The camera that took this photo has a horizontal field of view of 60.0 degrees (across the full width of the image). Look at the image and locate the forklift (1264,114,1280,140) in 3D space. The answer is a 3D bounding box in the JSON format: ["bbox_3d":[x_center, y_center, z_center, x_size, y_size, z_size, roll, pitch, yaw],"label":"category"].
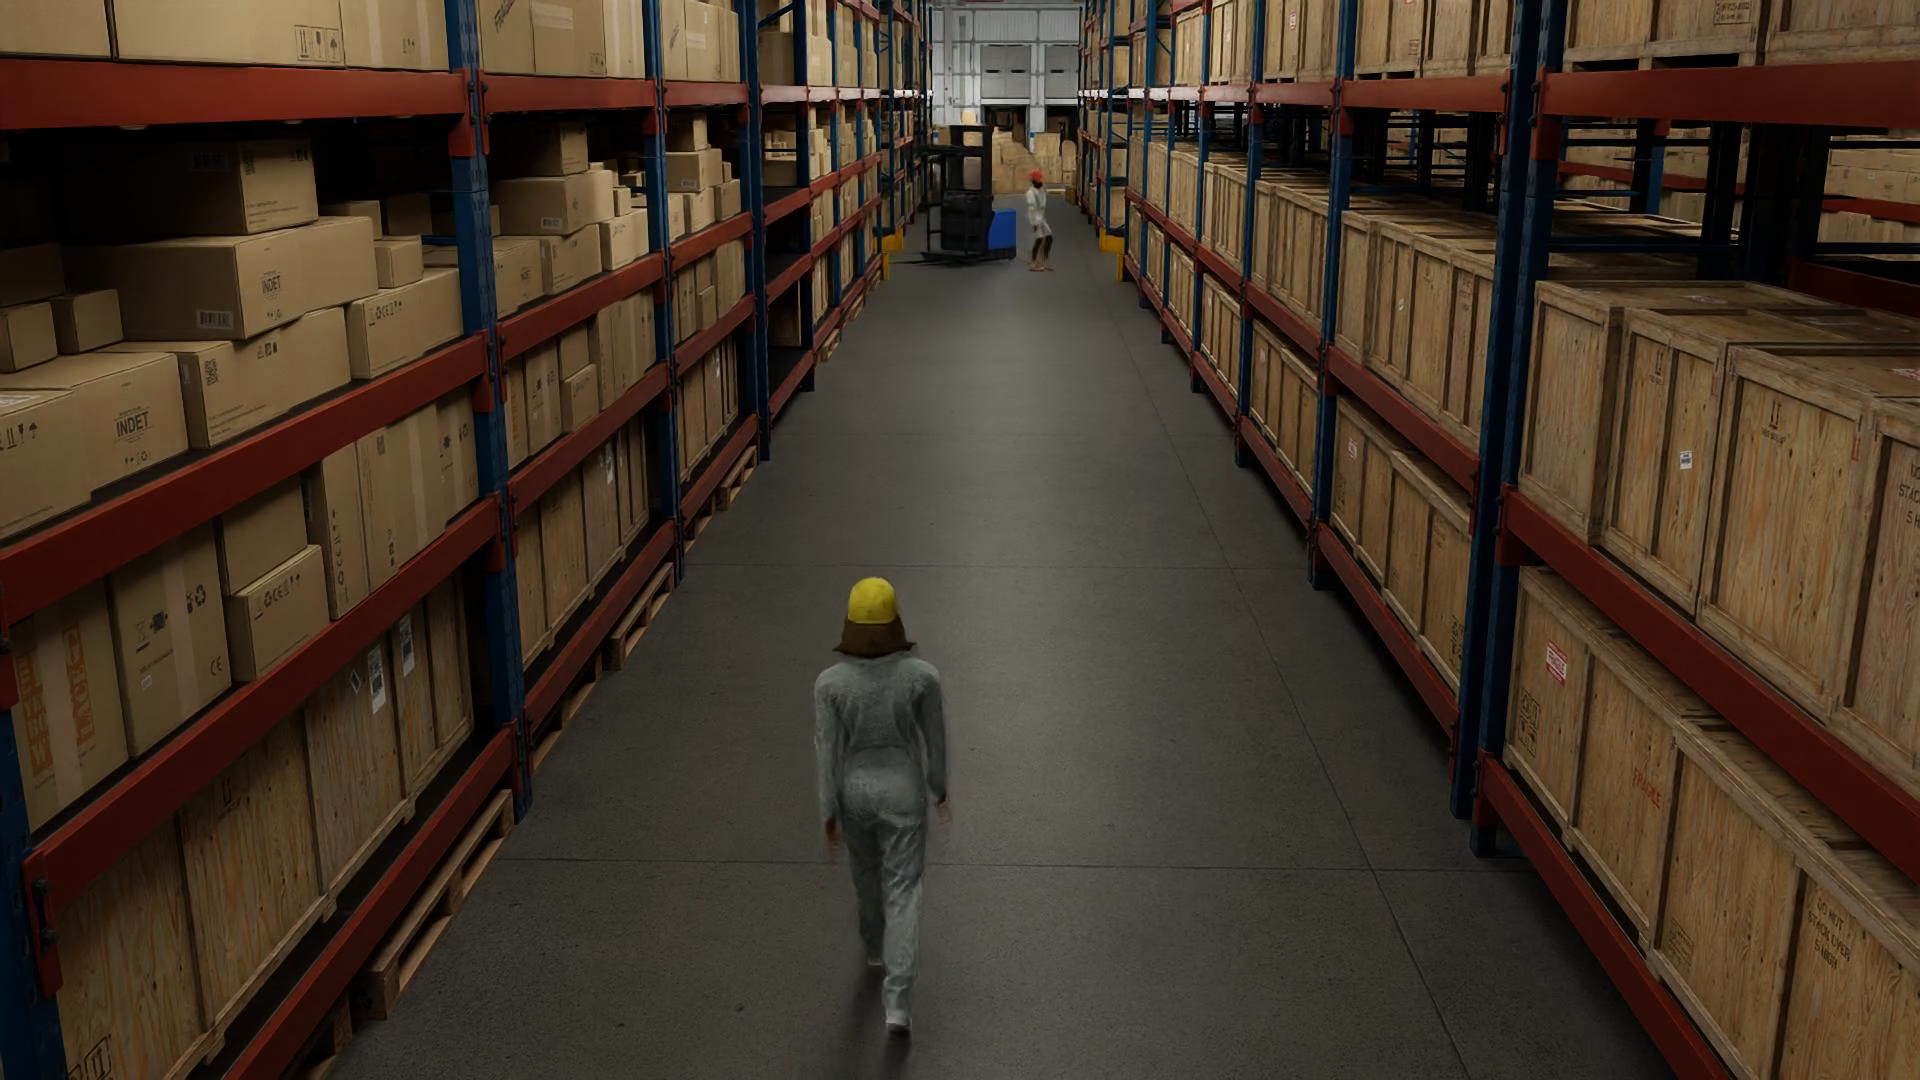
[{"bbox_3d":[11.022,-13.952,59.703,1.129,2.768,1.873,0,15,2],"label":"forklift"}]

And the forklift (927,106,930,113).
[{"bbox_3d":[-2.001,-20.667,84.687,1.129,2.768,1.873,0,15,2],"label":"forklift"}]

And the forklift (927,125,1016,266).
[{"bbox_3d":[0.252,-7.198,34.573,1.129,2.768,1.873,11,19,36],"label":"forklift"}]

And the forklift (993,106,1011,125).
[{"bbox_3d":[2.103,-20.252,83.144,1.129,2.768,1.873,0,15,1],"label":"forklift"}]

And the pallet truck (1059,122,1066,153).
[{"bbox_3d":[5.788,-21.111,88.014,1.885,1.965,0.823,5,16,18],"label":"pallet truck"}]

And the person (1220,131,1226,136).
[{"bbox_3d":[11.170,-16.408,70.724,1.000,1.883,0.653,-2,15,-7],"label":"person"}]

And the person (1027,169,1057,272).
[{"bbox_3d":[1.656,-6.301,32.887,0.649,2.003,0.634,9,17,30],"label":"person"}]

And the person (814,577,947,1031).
[{"bbox_3d":[-0.305,0.986,6.355,0.495,1.706,0.875,1,15,2],"label":"person"}]
